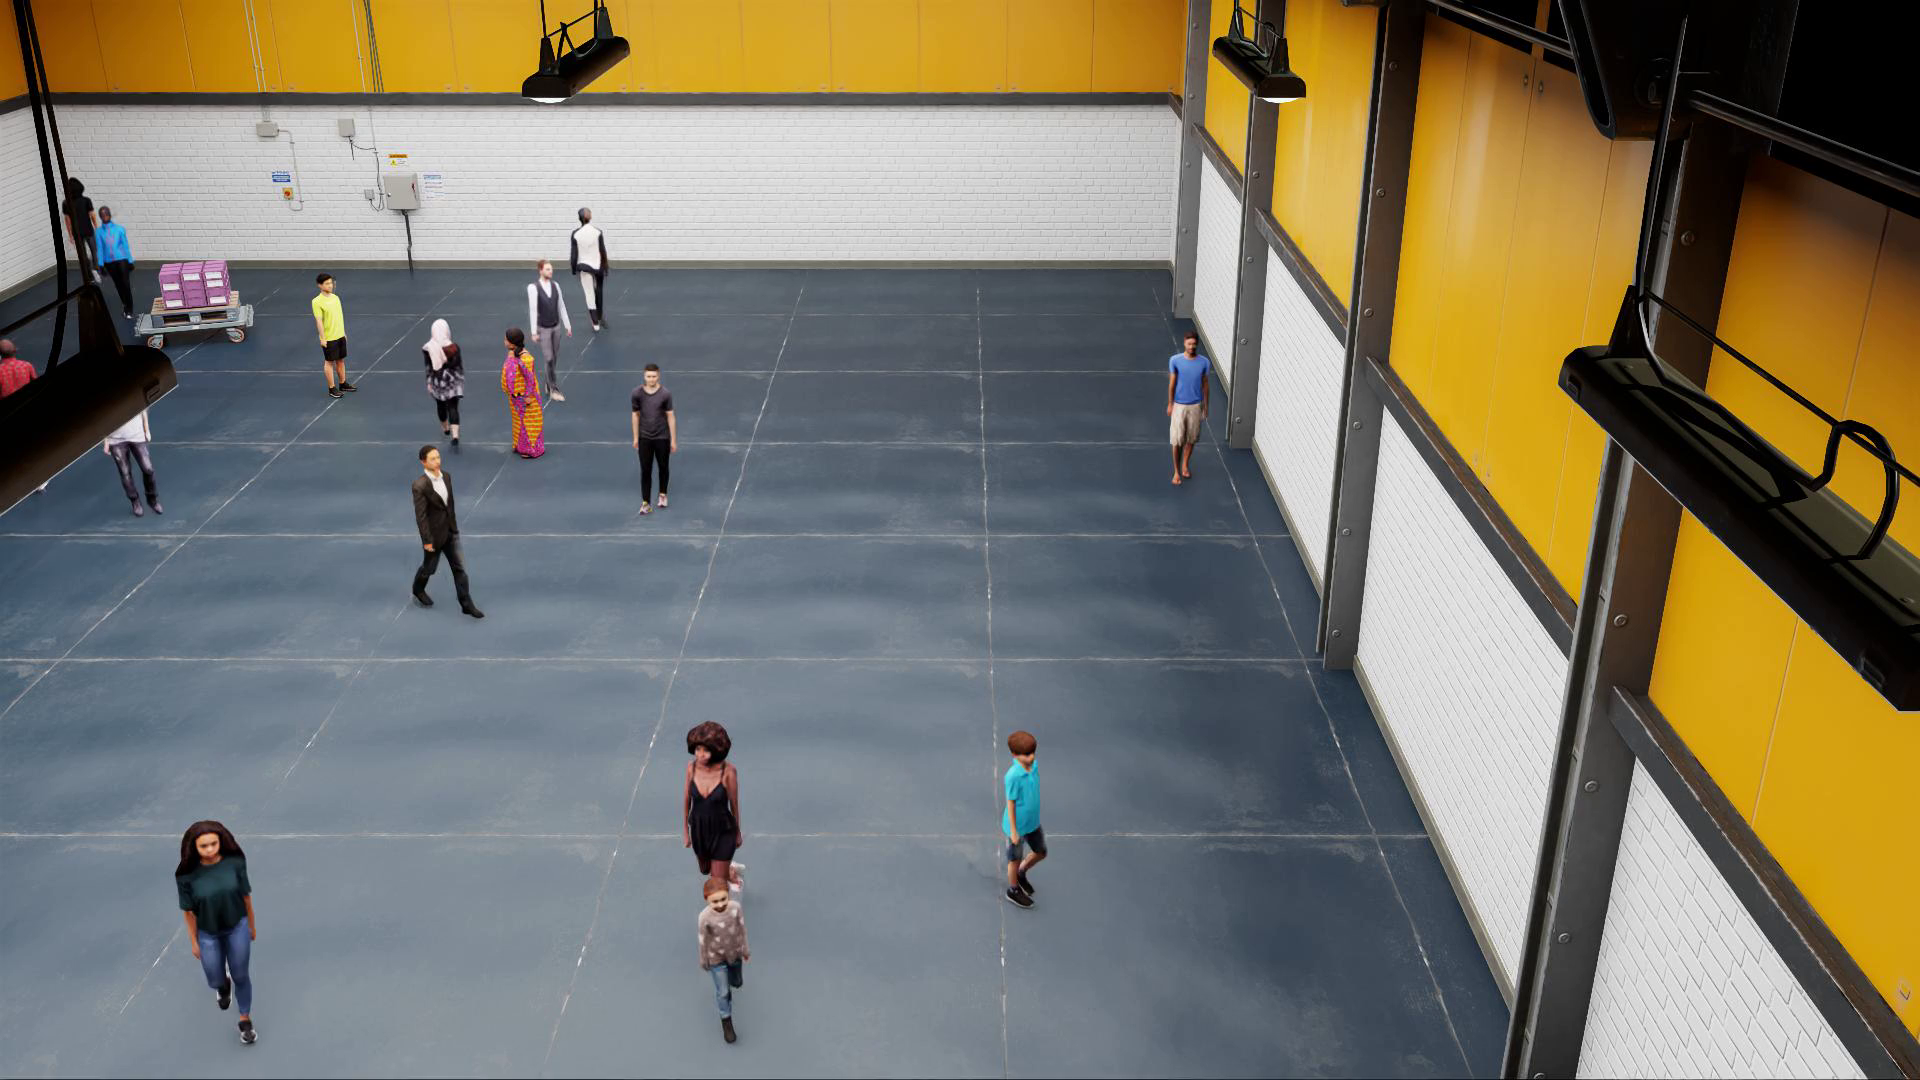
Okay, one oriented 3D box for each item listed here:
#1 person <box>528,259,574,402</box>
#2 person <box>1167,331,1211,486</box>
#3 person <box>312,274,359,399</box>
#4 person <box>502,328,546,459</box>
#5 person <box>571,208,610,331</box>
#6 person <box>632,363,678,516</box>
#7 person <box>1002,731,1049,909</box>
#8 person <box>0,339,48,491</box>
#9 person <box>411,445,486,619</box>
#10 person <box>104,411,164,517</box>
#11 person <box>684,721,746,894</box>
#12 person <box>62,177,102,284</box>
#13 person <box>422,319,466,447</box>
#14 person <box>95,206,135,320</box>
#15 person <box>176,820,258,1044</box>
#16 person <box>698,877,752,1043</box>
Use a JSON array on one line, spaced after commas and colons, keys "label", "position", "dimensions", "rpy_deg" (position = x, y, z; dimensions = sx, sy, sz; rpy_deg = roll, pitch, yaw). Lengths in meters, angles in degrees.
[{"label": "person", "position": [-5.721, -2.923, 22.884], "dimensions": [0.962, 1.930, 0.904], "rpy_deg": [18, 29, 35]}, {"label": "person", "position": [2.733, -1.657, 20.090], "dimensions": [0.640, 1.848, 0.861], "rpy_deg": [-1, 24, -1]}, {"label": "person", "position": [-8.694, -2.850, 22.991], "dimensions": [0.744, 1.709, 0.591], "rpy_deg": [8, 25, 18]}, {"label": "person", "position": [-5.473, -1.873, 20.781], "dimensions": [0.836, 1.690, 0.764], "rpy_deg": [-16, 28, -32]}, {"label": "person", "position": [-5.728, -4.173, 25.838], "dimensions": [0.910, 1.854, 1.171], "rpy_deg": [-6, 24, -14]}, {"label": "person", "position": [-3.512, -1.212, 19.199], "dimensions": [0.685, 1.745, 0.880], "rpy_deg": [-1, 24, -1]}, {"label": "person", "position": [0.404, 2.022, 12.184], "dimensions": [0.701, 1.439, 0.640], "rpy_deg": [20, 31, 39]}, {"label": "person", "position": [-11.115, -1.463, 19.732], "dimensions": [1.124, 1.779, 1.276], "rpy_deg": [-16, 28, -32]}, {"label": "person", "position": [-5.272, -0.084, 16.593], "dimensions": [1.130, 1.766, 1.212], "rpy_deg": [13, 27, 28]}, {"label": "person", "position": [-9.542, -1.172, 19.021], "dimensions": [0.797, 1.816, 0.825], "rpy_deg": [-13, 27, -27]}, {"label": "person", "position": [-1.710, 2.042, 11.736], "dimensions": [0.720, 1.762, 1.110], "rpy_deg": [5, 24, 11]}, {"label": "person", "position": [-14.937, -5.238, 28.321], "dimensions": [0.876, 1.816, 1.021], "rpy_deg": [-12, 26, -25]}, {"label": "person", "position": [-6.503, -1.955, 21.087], "dimensions": [0.853, 1.594, 1.170], "rpy_deg": [-9, 25, -19]}, {"label": "person", "position": [-13.460, -4.447, 26.573], "dimensions": [0.787, 1.767, 1.003], "rpy_deg": [-6, 24, -14]}, {"label": "person", "position": [-4.831, 2.505, 10.863], "dimensions": [0.799, 1.611, 0.892], "rpy_deg": [-14, 27, -28]}, {"label": "person", "position": [-1.561, 2.699, 10.954], "dimensions": [0.661, 1.184, 0.791], "rpy_deg": [-11, 26, -24]}]
